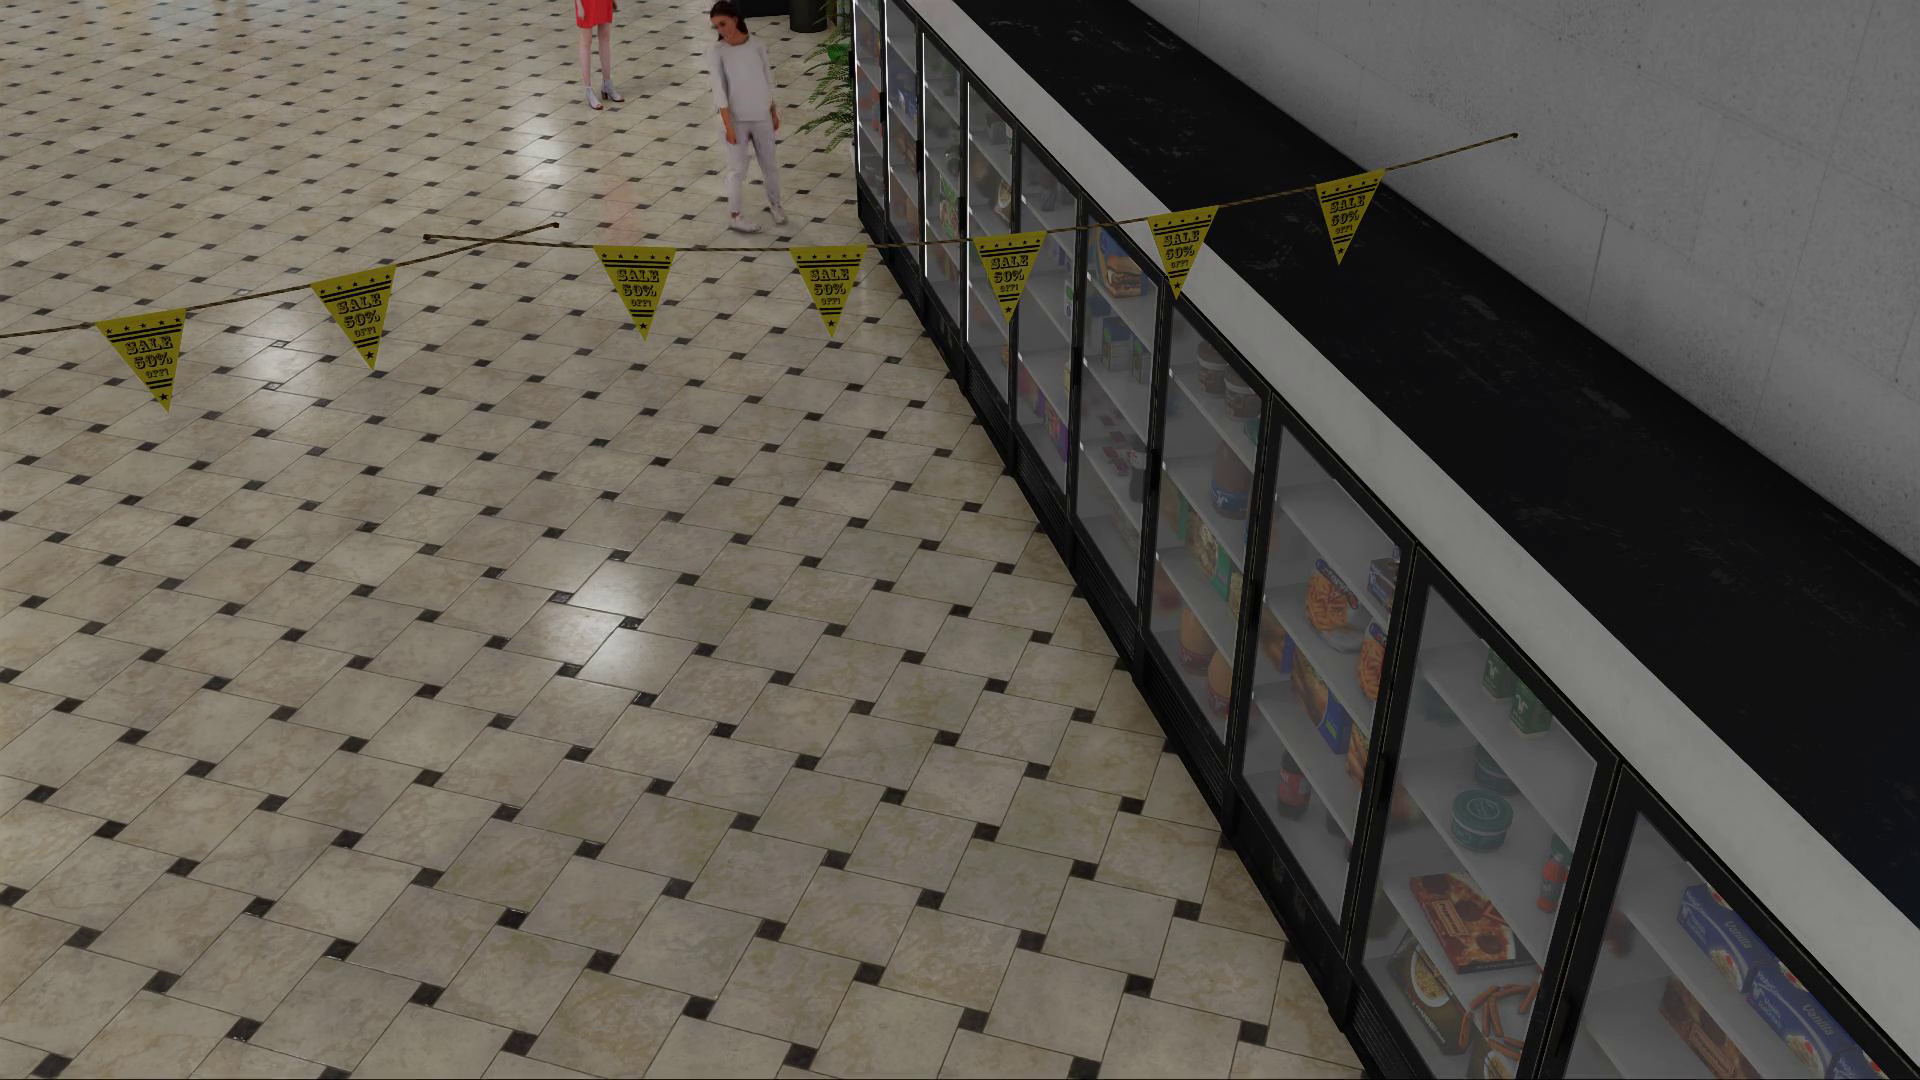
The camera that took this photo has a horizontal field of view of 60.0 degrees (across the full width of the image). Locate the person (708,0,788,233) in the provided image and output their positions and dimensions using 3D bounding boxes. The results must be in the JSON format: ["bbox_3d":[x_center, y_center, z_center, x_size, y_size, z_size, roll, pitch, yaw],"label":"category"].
[{"bbox_3d":[-1.577,-3.036,11.963,0.611,1.653,0.781,-26,40,-35],"label":"person"}]

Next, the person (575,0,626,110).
[{"bbox_3d":[-3.202,-4.716,14.499,0.731,1.828,0.646,21,38,30],"label":"person"}]
